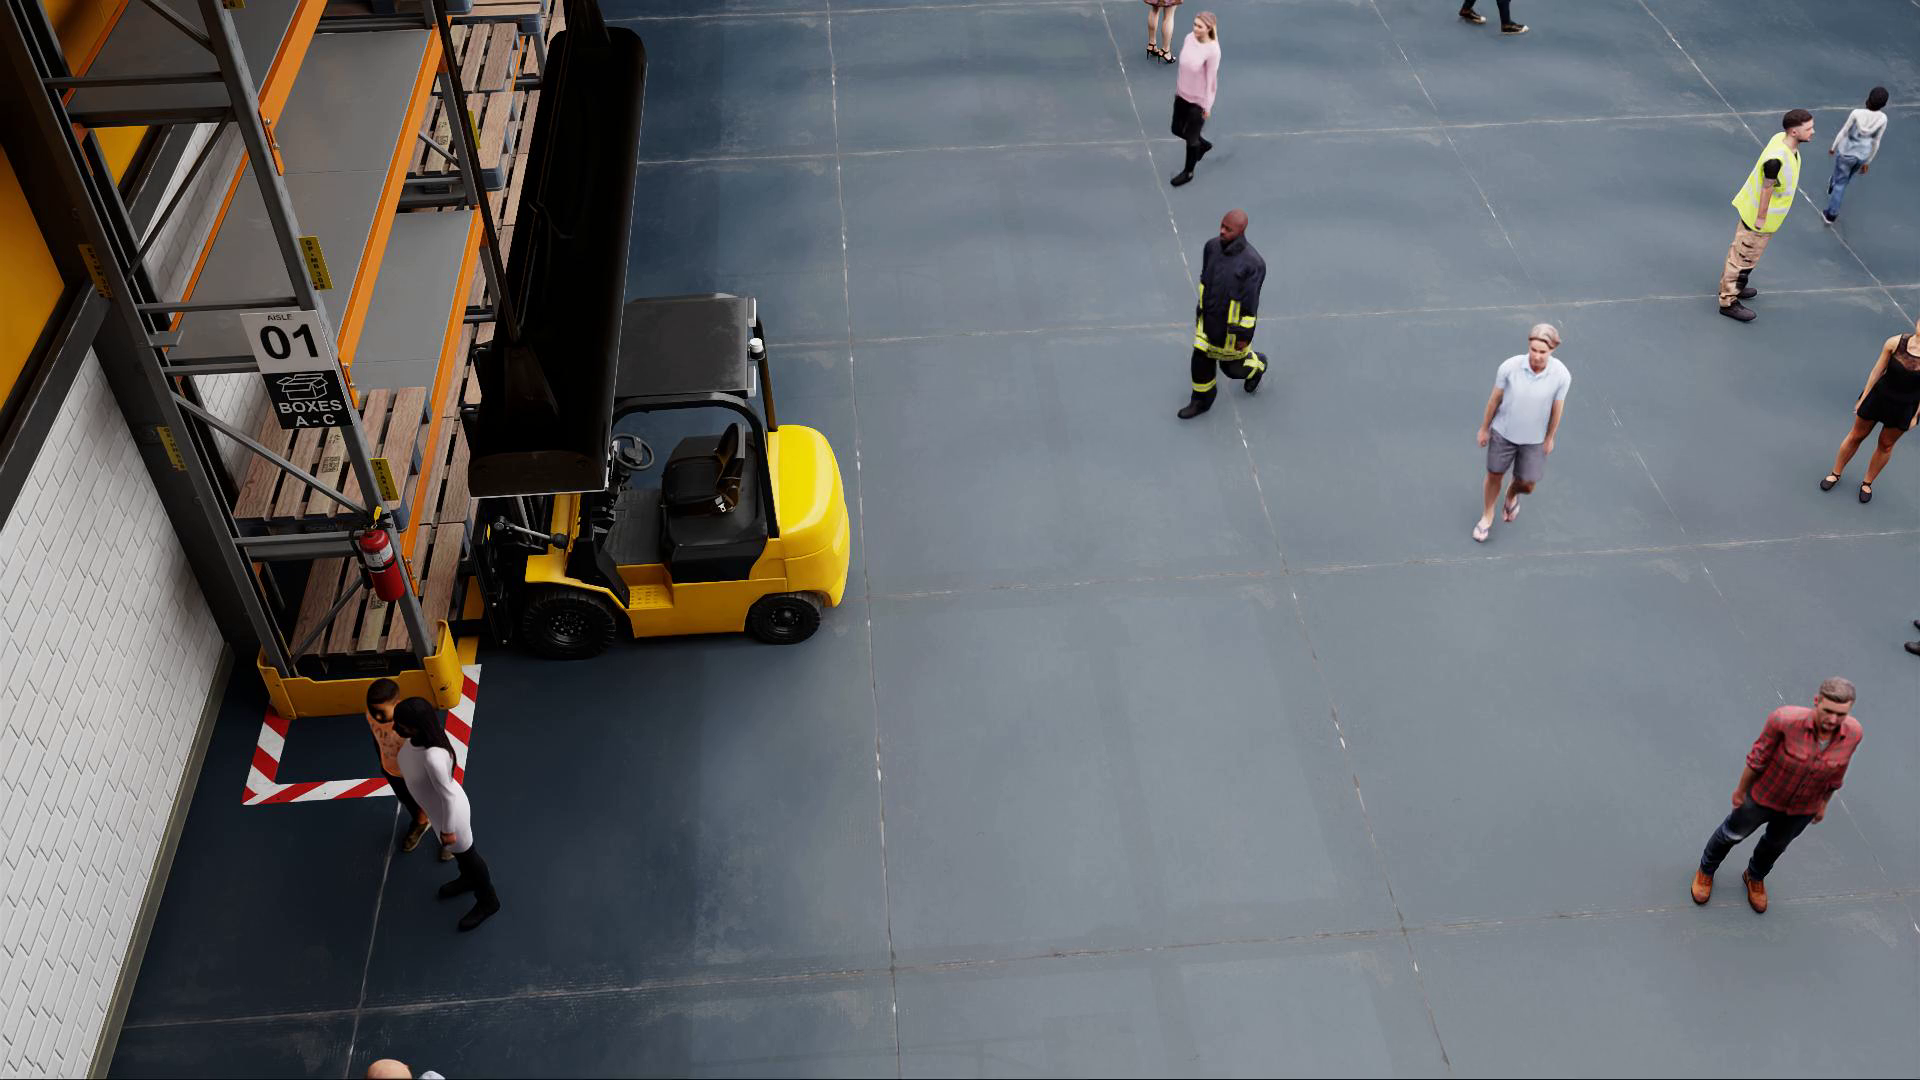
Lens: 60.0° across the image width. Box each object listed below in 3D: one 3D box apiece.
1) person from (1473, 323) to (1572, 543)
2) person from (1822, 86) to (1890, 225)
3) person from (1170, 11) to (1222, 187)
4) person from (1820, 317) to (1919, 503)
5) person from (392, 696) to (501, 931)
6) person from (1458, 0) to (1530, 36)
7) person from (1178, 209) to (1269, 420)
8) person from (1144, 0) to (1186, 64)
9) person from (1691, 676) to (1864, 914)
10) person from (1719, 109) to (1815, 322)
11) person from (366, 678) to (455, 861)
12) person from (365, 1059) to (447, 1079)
[{"bbox_3d":[3.930,-0.791,11.636,0.817,1.819,0.863,16,46,16],"label":"person"},{"bbox_3d":[7.950,-3.398,14.806,0.625,1.222,0.922,7,44,7],"label":"person"},{"bbox_3d":[2.200,-4.058,15.166,0.867,1.680,0.838,-25,49,-24],"label":"person"},{"bbox_3d":[6.704,-0.994,11.953,0.680,1.675,0.722,23,48,22],"label":"person"},{"bbox_3d":[-2.856,1.489,9.251,0.748,1.809,0.630,-24,49,-23],"label":"person"},{"bbox_3d":[5.558,-6.243,17.330,1.075,1.859,1.092,20,47,20],"label":"person"},{"bbox_3d":[2.084,-1.740,12.643,1.166,1.804,1.145,-33,52,-30],"label":"person"},{"bbox_3d":[2.091,-5.691,16.812,0.857,1.773,0.778,-27,50,-26],"label":"person"},{"bbox_3d":[4.610,1.408,9.320,0.739,1.831,0.656,8,44,8],"label":"person"},{"bbox_3d":[6.588,-2.696,13.615,0.898,1.847,0.820,18,46,18],"label":"person"},{"bbox_3d":[-3.211,1.310,9.695,0.585,1.455,0.593,13,45,14],"label":"person"},{"bbox_3d":[-2.464,2.926,7.754,0.769,1.791,0.626,10,44,10],"label":"person"}]
